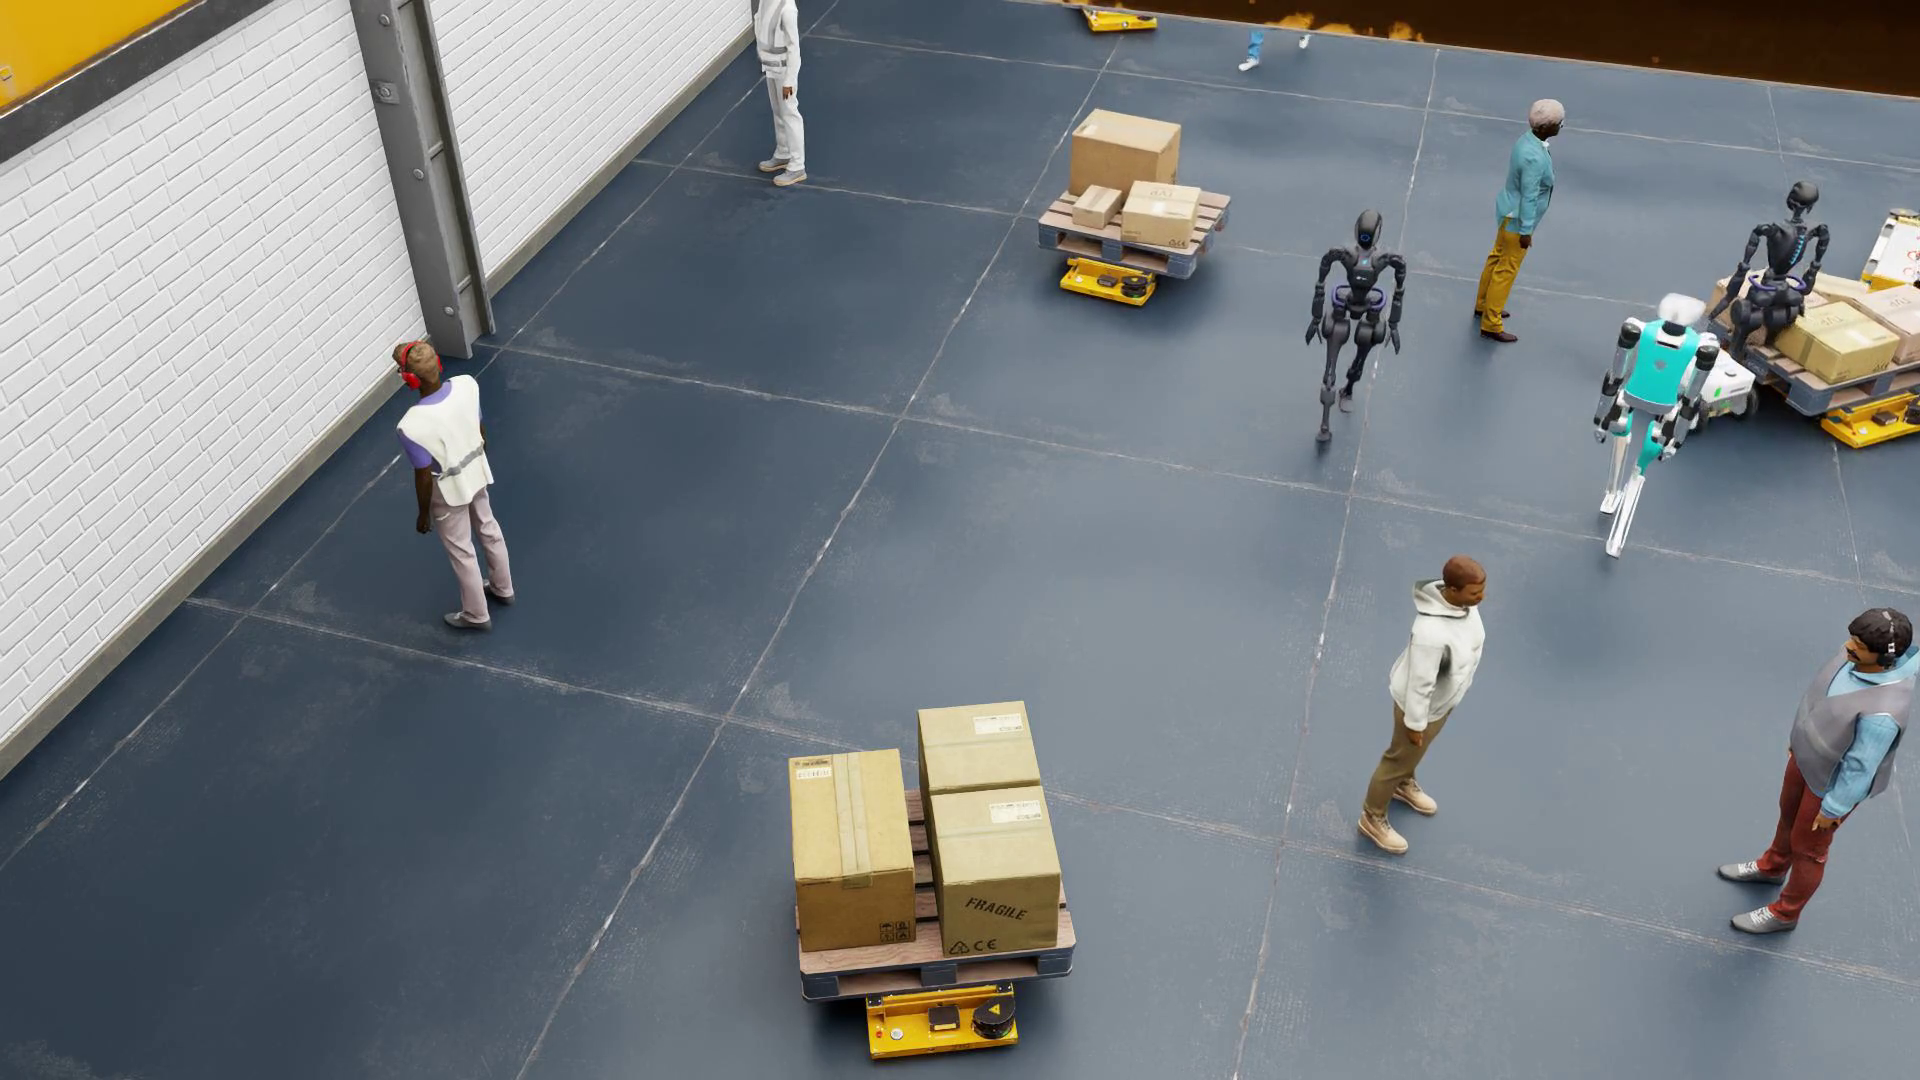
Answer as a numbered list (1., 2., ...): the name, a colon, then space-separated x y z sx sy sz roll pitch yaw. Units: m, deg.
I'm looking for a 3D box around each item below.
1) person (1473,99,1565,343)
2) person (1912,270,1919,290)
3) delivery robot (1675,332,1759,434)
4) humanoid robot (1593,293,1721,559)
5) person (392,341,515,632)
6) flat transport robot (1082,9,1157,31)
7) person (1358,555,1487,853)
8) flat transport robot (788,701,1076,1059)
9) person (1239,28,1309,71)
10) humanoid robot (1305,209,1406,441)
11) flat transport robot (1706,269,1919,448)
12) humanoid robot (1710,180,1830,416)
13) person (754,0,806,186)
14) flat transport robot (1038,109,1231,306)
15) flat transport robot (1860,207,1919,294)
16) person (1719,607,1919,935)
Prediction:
1. person: 3.909 -2.234 11.598 0.339 1.752 0.535 4 39 5
2. person: 6.748 -1.924 11.289 0.840 1.654 0.539 2 39 3
3. delivery robot: 4.944 -1.120 11.150 0.499 0.570 0.750 -14 41 -17
4. humanoid robot: 4.021 -0.740 9.743 0.546 1.732 0.974 19 43 22
5. person: -2.755 -0.277 9.097 0.390 1.837 0.562 17 42 20
6. flat transport robot: 1.518 -5.531 16.884 0.659 0.231 1.431 -5 39 -7
7. person: 2.202 0.749 7.888 0.366 1.758 0.523 24 45 27
8. flat transport robot: -0.154 1.754 7.823 0.659 0.231 1.431 -4 39 -5
9. person: 2.973 -5.263 15.415 0.477 1.692 0.794 27 46 29
10. humanoid robot: 2.542 -1.401 10.660 0.608 1.618 0.791 8 39 10
11. flat transport robot: 5.878 -1.139 11.421 0.659 0.231 1.431 -14 41 -17
12. humanoid robot: 5.244 -1.566 10.827 0.609 1.653 0.329 -3 39 -3
13. person: -1.467 -3.801 13.446 0.355 1.882 0.573 -17 42 -20
14. flat transport robot: 1.342 -2.264 12.820 0.659 0.231 1.431 16 42 19
15. flat transport robot: 7.253 -2.079 12.590 0.659 0.231 1.431 22 44 25
16. person: 3.892 1.034 7.441 0.415 1.873 0.534 4 39 6
